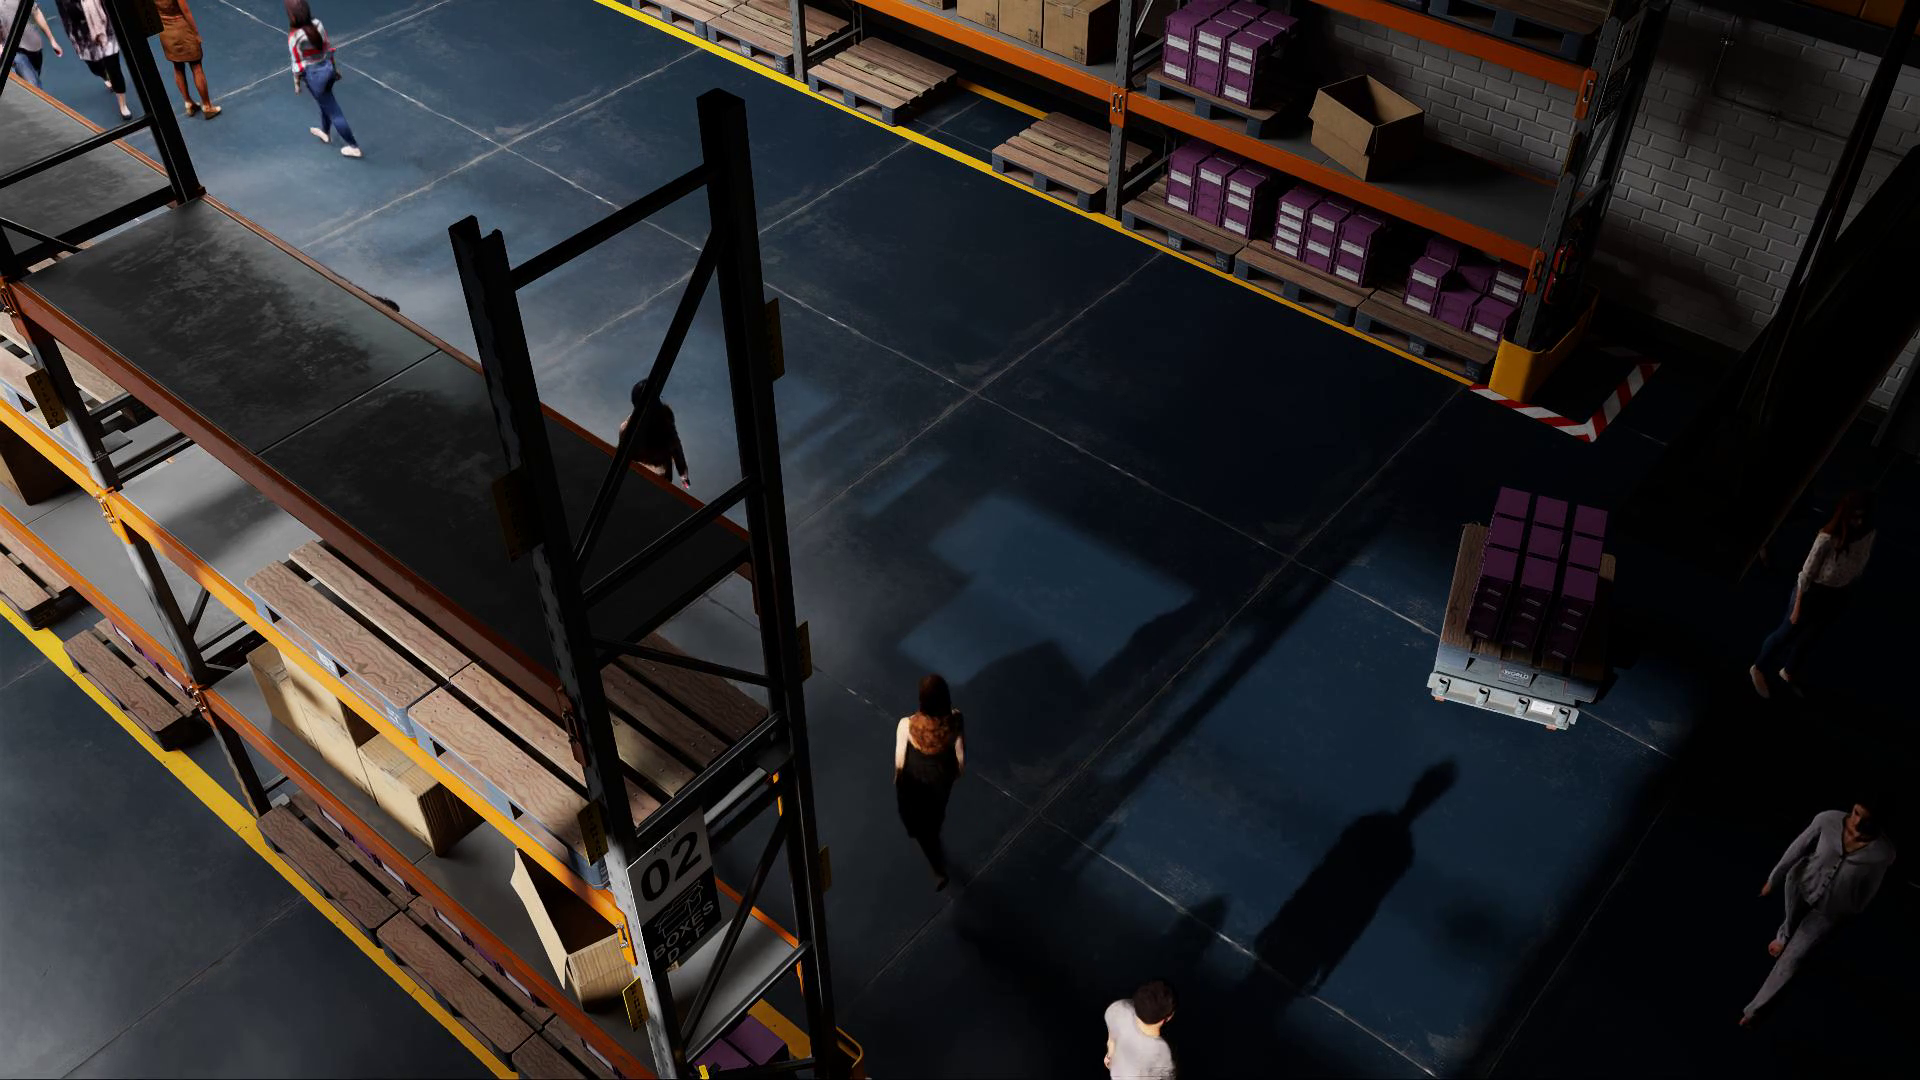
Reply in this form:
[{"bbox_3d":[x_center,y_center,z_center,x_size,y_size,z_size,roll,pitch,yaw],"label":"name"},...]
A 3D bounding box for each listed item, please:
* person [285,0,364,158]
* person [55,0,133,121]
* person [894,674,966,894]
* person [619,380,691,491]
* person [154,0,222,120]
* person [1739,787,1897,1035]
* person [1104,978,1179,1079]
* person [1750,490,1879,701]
[{"bbox_3d":[-5.954,-4.336,15.667,0.993,1.586,0.793,16,46,16],"label":"person"},{"bbox_3d":[-8.489,-4.975,16.313,0.847,1.619,1.028,-20,47,-20],"label":"person"},{"bbox_3d":[-0.161,1.415,9.613,0.832,1.609,0.980,-13,45,-14],"label":"person"},{"bbox_3d":[-2.171,-0.444,11.445,0.654,1.773,0.578,29,51,27],"label":"person"},{"bbox_3d":[-7.623,-4.923,16.210,0.585,1.686,0.694,10,44,10],"label":"person"},{"bbox_3d":[4.717,1.868,9.056,0.750,1.720,1.072,-34,53,-30],"label":"person"},{"bbox_3d":[0.825,2.695,8.196,0.765,1.710,0.663,-23,48,-22],"label":"person"},{"bbox_3d":[5.516,0.342,10.652,0.691,1.728,0.734,-12,45,-12],"label":"person"}]
